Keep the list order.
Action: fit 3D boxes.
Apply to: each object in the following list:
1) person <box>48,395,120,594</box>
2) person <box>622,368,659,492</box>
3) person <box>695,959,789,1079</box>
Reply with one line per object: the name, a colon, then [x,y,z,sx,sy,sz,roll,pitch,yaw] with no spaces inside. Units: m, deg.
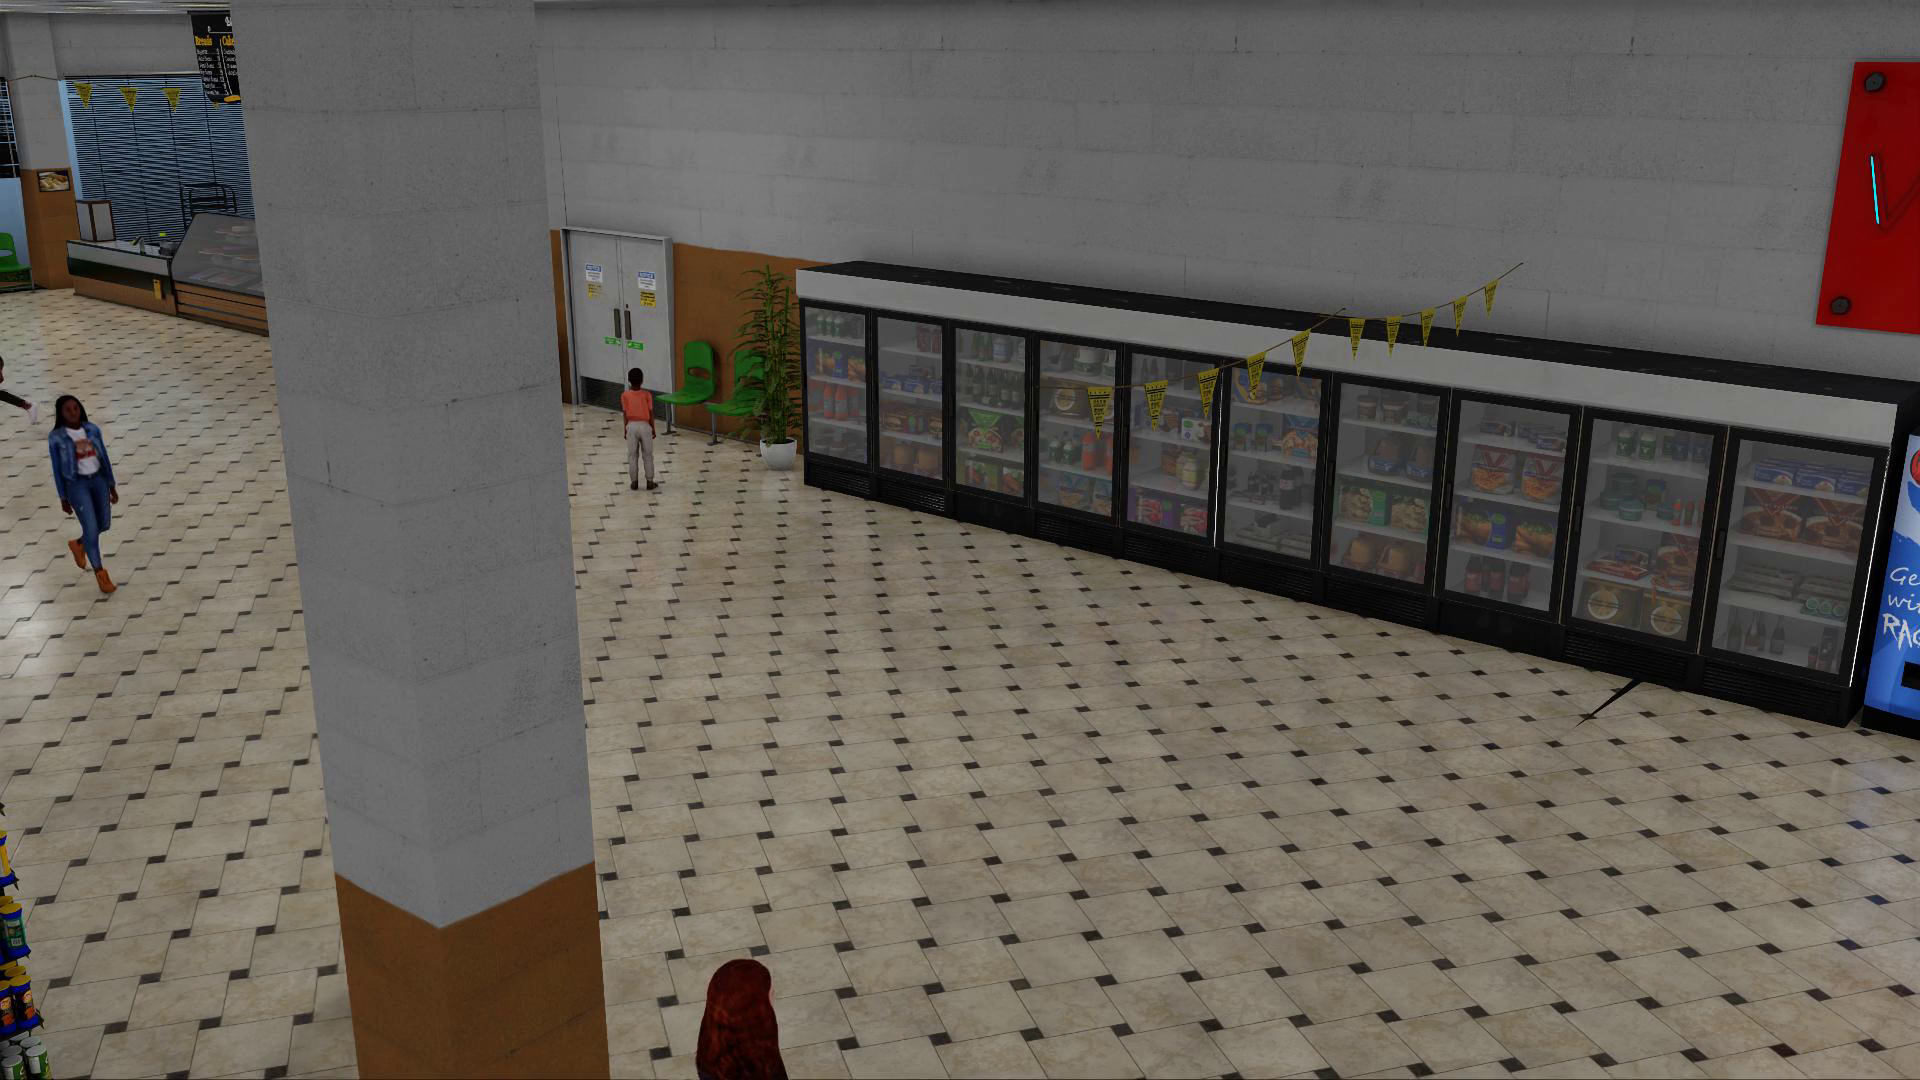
person: [-7.558,-0.418,14.326,0.708,1.691,0.979,13,21,36]
person: [-3.366,-1.165,17.442,0.561,1.311,0.617,-1,17,-3]
person: [-0.719,2.201,5.536,0.714,1.787,0.627,-15,22,-41]
